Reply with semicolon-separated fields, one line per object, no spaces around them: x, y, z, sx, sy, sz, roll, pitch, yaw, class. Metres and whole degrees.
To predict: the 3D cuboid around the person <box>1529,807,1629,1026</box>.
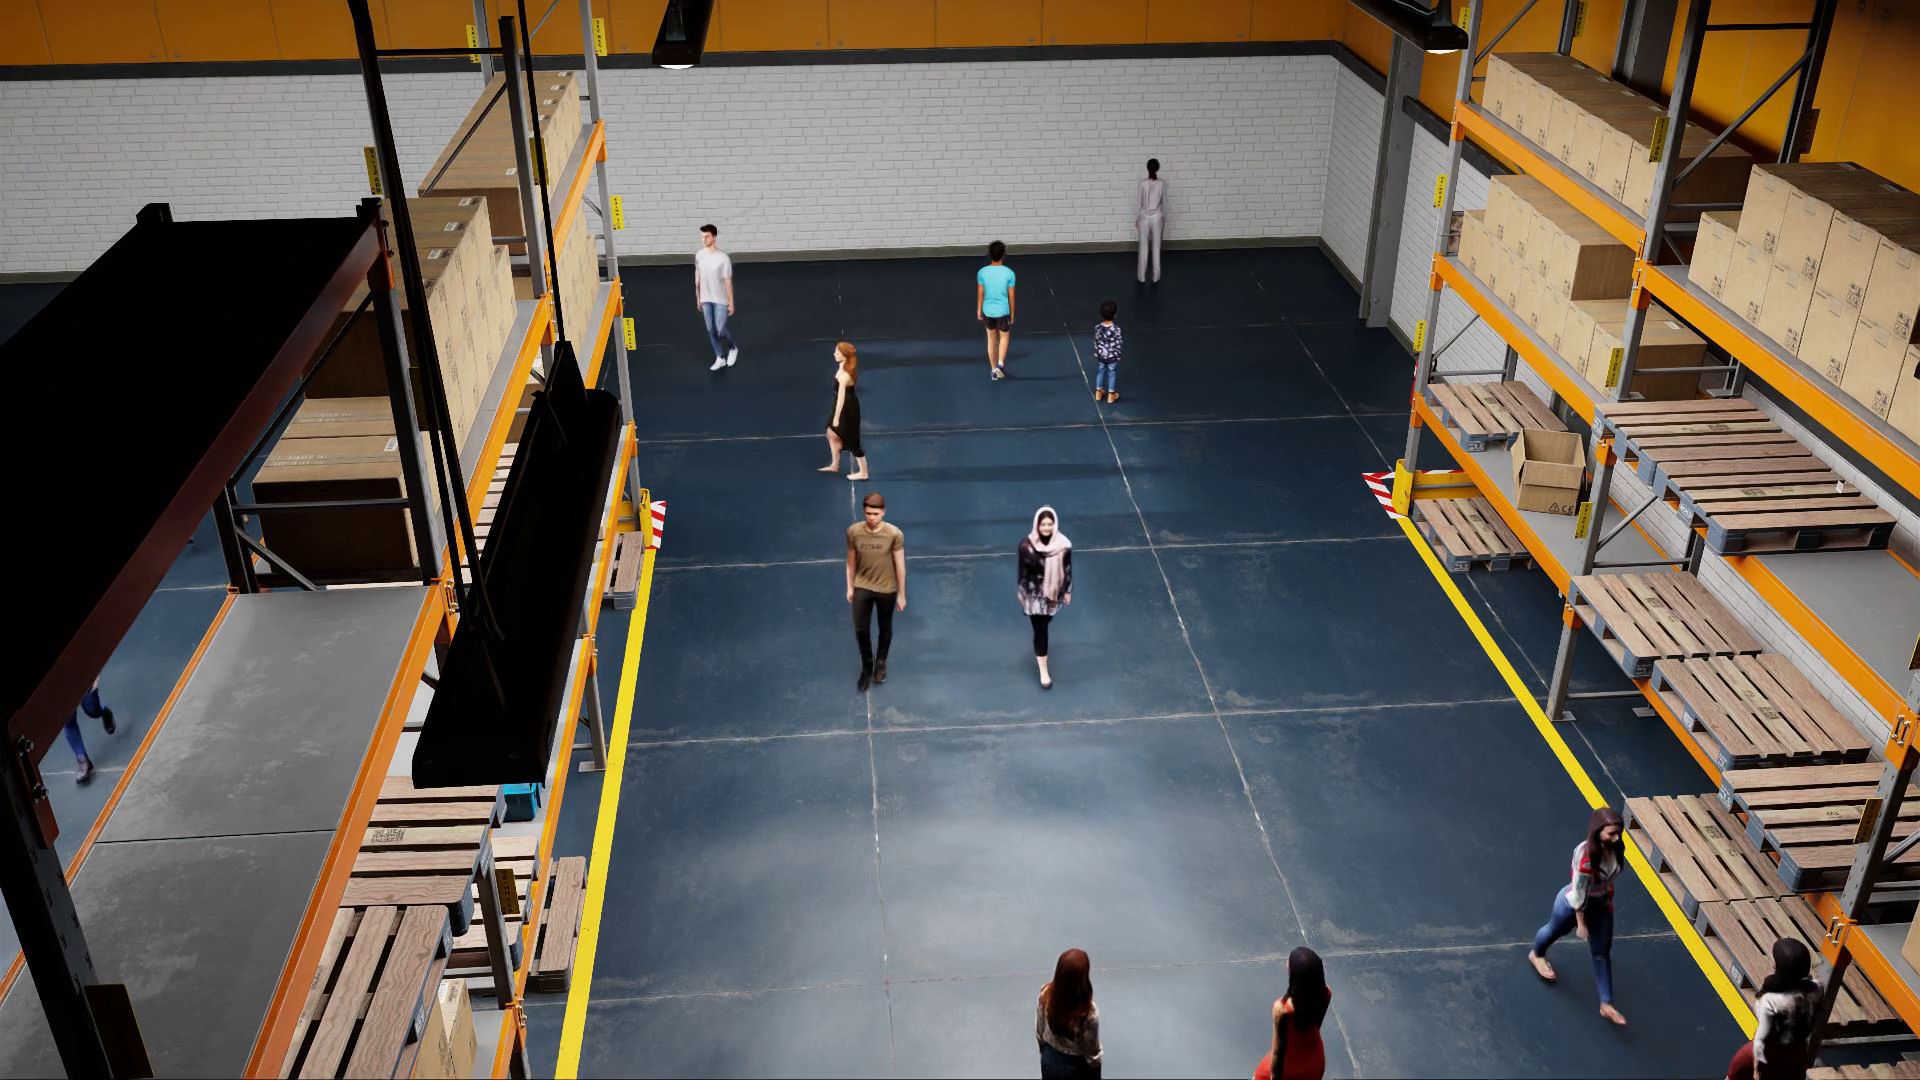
4.106;2.386;11.092;0.817;1.570;1.154;-12;31;-21;person

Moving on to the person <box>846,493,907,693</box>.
-0.723;0.379;14.485;0.728;1.843;0.780;2;29;3;person

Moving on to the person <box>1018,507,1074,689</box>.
0.733;0.413;14.678;0.680;1.598;1.093;-4;29;-8;person

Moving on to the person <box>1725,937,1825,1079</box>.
4.785;3.101;9.647;0.651;1.699;1.150;-5;29;-8;person

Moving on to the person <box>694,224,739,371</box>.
-2.986;-3.028;20.698;0.842;1.876;0.876;13;31;22;person

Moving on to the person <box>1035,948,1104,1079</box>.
0.629;3.061;9.689;0.644;1.728;0.694;20;35;32;person

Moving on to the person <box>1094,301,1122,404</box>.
1.769;-2.266;19.954;0.576;1.250;0.613;14;31;23;person

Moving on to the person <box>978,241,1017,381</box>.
0.430;-2.738;20.285;0.701;1.761;0.856;3;29;5;person

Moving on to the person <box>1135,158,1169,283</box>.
2.703;-4.523;23.545;0.618;1.773;0.564;1;29;3;person

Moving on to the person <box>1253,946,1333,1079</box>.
1.987;3.112;9.631;0.784;1.693;0.957;-12;31;-21;person

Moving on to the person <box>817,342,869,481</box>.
-1.127;-1.376;17.947;0.704;1.608;0.753;0;29;1;person
